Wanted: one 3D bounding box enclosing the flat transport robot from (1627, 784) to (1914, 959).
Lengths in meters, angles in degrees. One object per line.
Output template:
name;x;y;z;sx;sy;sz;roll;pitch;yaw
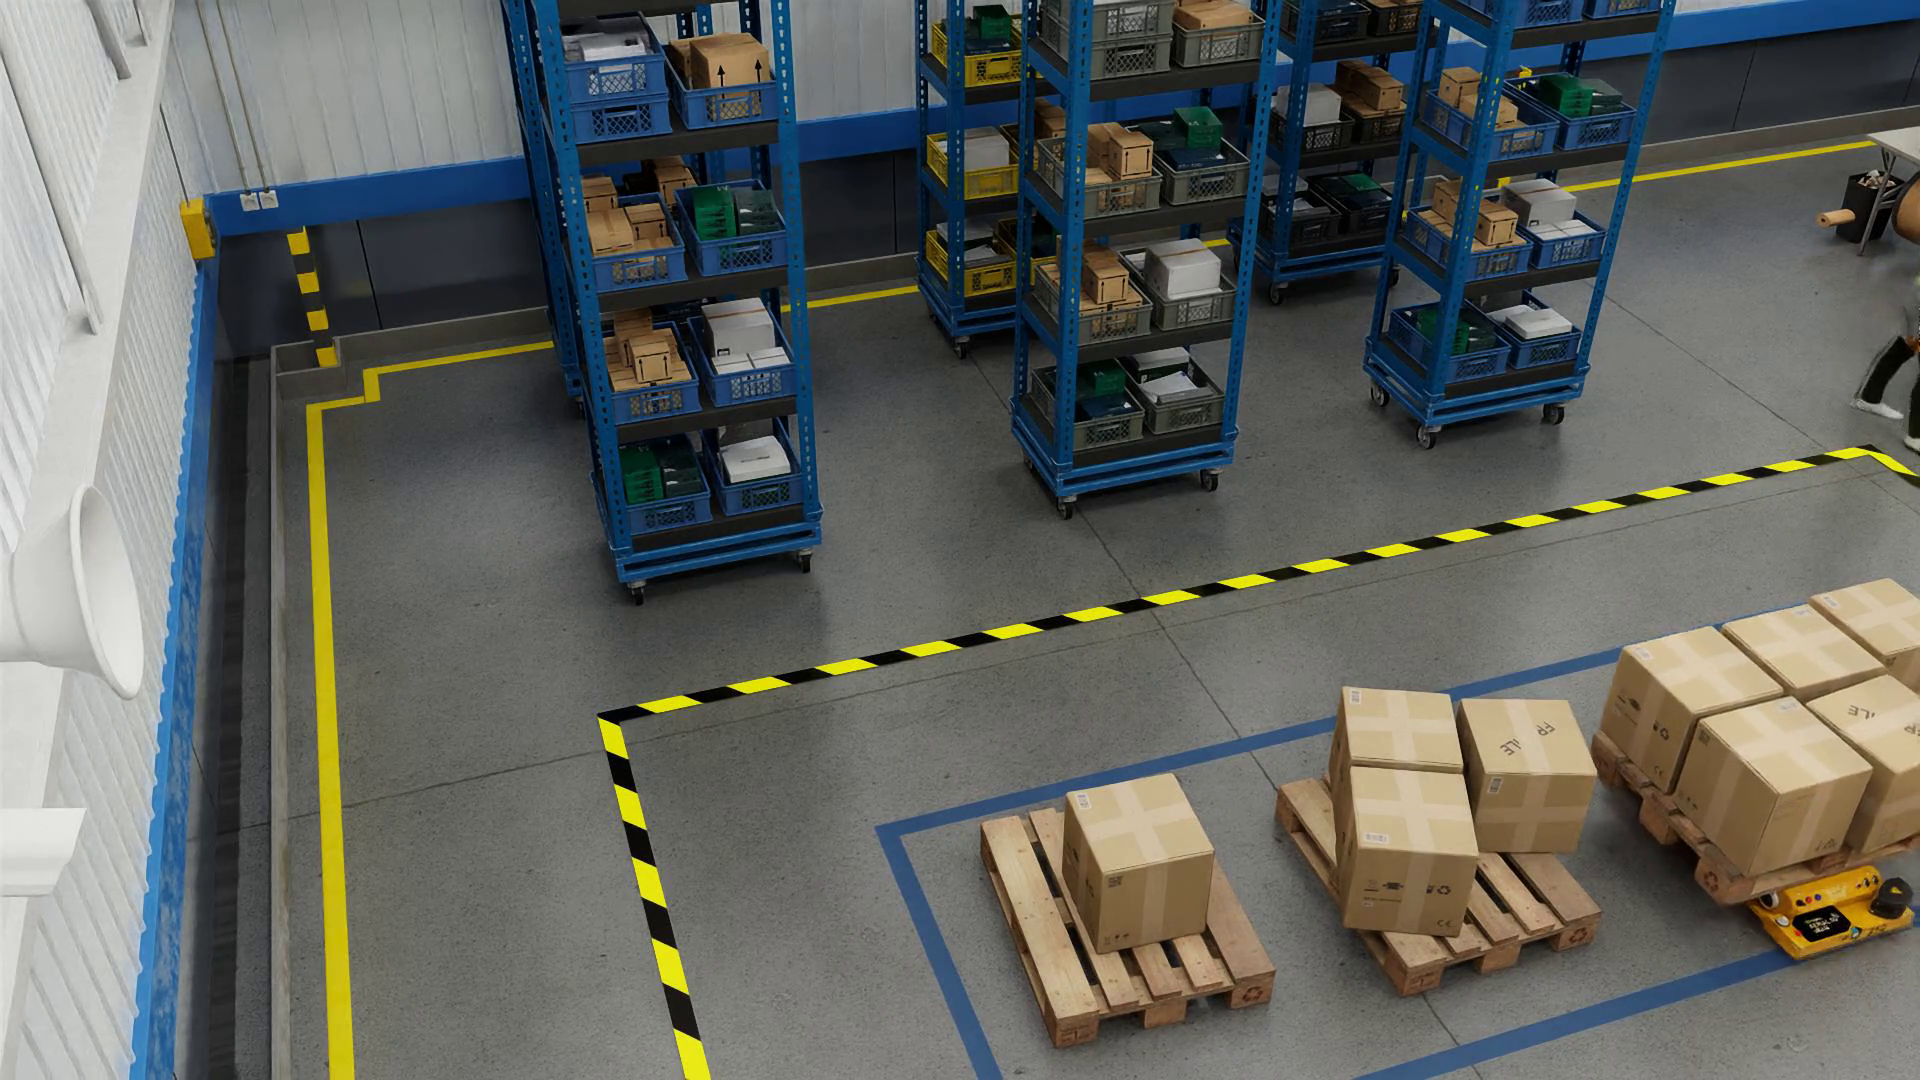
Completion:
flat transport robot;3.846;1.371;8.088;0.652;0.197;1.431;-11;37;-15

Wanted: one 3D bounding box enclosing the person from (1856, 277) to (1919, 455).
person;6.366;-1.432;10.765;0.606;1.797;0.785;-28;44;-34
